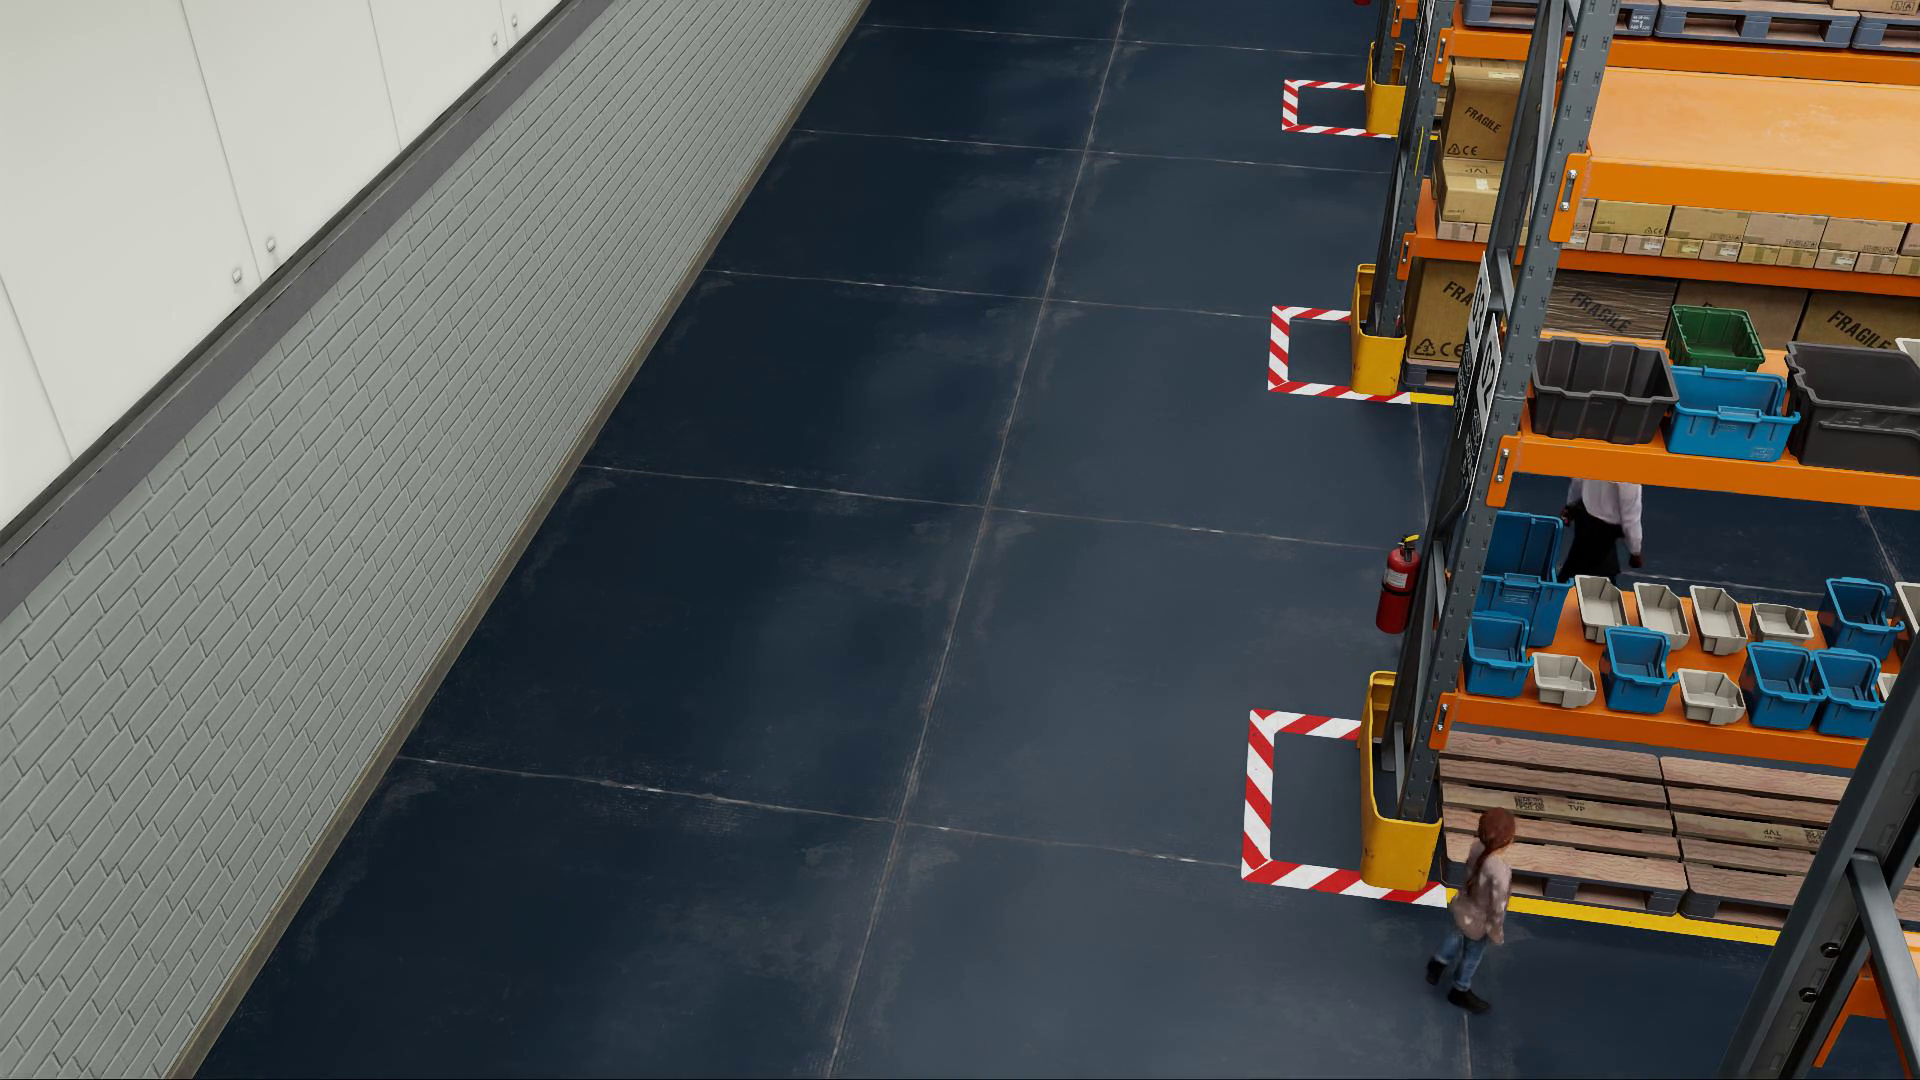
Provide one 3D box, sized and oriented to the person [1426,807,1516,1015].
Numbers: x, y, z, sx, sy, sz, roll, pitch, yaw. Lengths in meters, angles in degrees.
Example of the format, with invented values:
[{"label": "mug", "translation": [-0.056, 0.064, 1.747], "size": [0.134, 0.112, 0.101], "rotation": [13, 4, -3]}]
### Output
[{"label": "person", "translation": [2.462, 1.773, 7.932], "size": [0.570, 1.180, 0.579], "rotation": [3, 37, 4]}]
